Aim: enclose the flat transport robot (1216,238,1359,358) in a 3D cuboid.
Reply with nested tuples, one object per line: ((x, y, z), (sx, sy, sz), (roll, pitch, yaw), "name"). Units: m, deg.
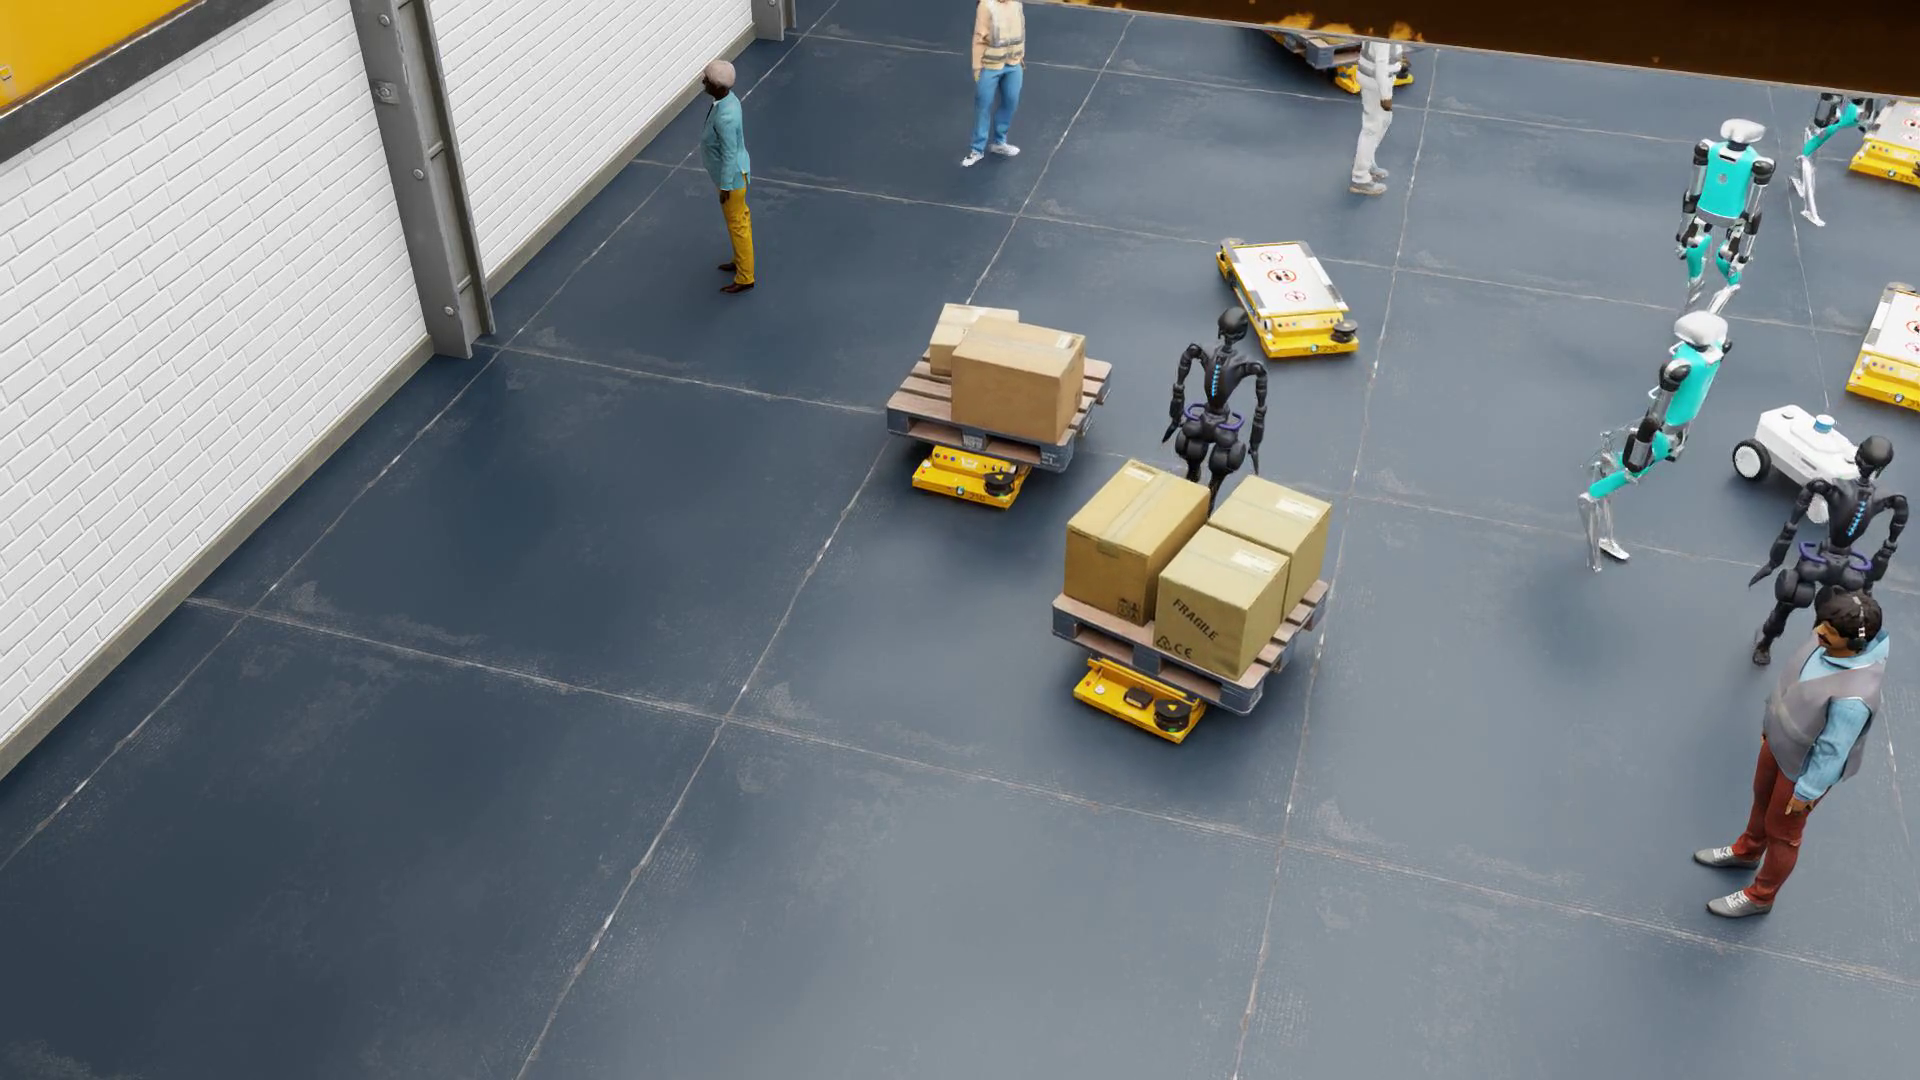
((2.394, -1.812, 12.258), (0.659, 0.231, 1.431), (-5, 39, -7), "flat transport robot")

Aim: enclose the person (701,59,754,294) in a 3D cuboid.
((-1.693, -2.651, 12.114), (0.341, 1.758, 0.523), (-4, 39, -5), "person")

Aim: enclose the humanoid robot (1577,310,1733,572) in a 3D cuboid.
((3.862, -0.587, 9.590), (0.536, 1.814, 0.719), (-27, 46, -29), "humanoid robot")

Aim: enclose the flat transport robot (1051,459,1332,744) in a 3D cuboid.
((1.280, 0.542, 9.331), (0.659, 0.231, 1.431), (23, 44, 26), "flat transport robot")

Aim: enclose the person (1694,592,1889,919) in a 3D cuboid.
((3.808, 0.973, 7.516), (0.415, 1.873, 0.535), (4, 39, 5), "person")

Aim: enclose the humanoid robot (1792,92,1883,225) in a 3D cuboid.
((6.884, -3.455, 13.156), (0.560, 1.788, 0.858), (-4, 39, -5), "humanoid robot")

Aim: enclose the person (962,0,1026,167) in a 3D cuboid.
((0.249, -3.953, 13.781), (0.655, 1.697, 0.365), (-22, 44, -25), "person")

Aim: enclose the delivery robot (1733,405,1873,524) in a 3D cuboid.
((5.311, -0.521, 10.438), (0.499, 0.612, 0.796), (-14, 41, -17), "delivery robot")

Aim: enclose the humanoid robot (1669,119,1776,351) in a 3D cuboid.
((5.240, -2.038, 11.452), (0.670, 1.894, 0.558), (-30, 47, -32), "humanoid robot")

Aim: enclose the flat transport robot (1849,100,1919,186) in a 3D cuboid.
((8.173, -3.434, 14.276), (0.659, 0.231, 1.431), (24, 45, 27), "flat transport robot")

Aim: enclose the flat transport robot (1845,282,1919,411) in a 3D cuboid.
((6.726, -1.354, 11.689), (0.659, 0.231, 1.431), (22, 44, 25), "flat transport robot")

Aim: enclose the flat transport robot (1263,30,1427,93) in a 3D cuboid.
((3.621, -4.622, 15.754), (0.659, 0.231, 1.431), (-14, 41, -17), "flat transport robot")

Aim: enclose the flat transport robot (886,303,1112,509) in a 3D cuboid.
((0.257, -0.741, 10.925), (0.659, 0.231, 1.431), (14, 41, 17), "flat transport robot")

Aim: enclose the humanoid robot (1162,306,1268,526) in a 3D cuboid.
((1.483, -0.636, 9.684), (0.612, 1.638, 0.627), (18, 42, 21), "humanoid robot")

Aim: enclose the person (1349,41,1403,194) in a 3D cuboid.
((3.364, -3.669, 13.298), (0.387, 1.878, 0.599), (14, 41, 17), "person")

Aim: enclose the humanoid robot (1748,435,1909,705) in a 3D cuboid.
((4.488, 0.173, 8.691), (0.612, 1.615, 0.731), (11, 40, 13), "humanoid robot")
